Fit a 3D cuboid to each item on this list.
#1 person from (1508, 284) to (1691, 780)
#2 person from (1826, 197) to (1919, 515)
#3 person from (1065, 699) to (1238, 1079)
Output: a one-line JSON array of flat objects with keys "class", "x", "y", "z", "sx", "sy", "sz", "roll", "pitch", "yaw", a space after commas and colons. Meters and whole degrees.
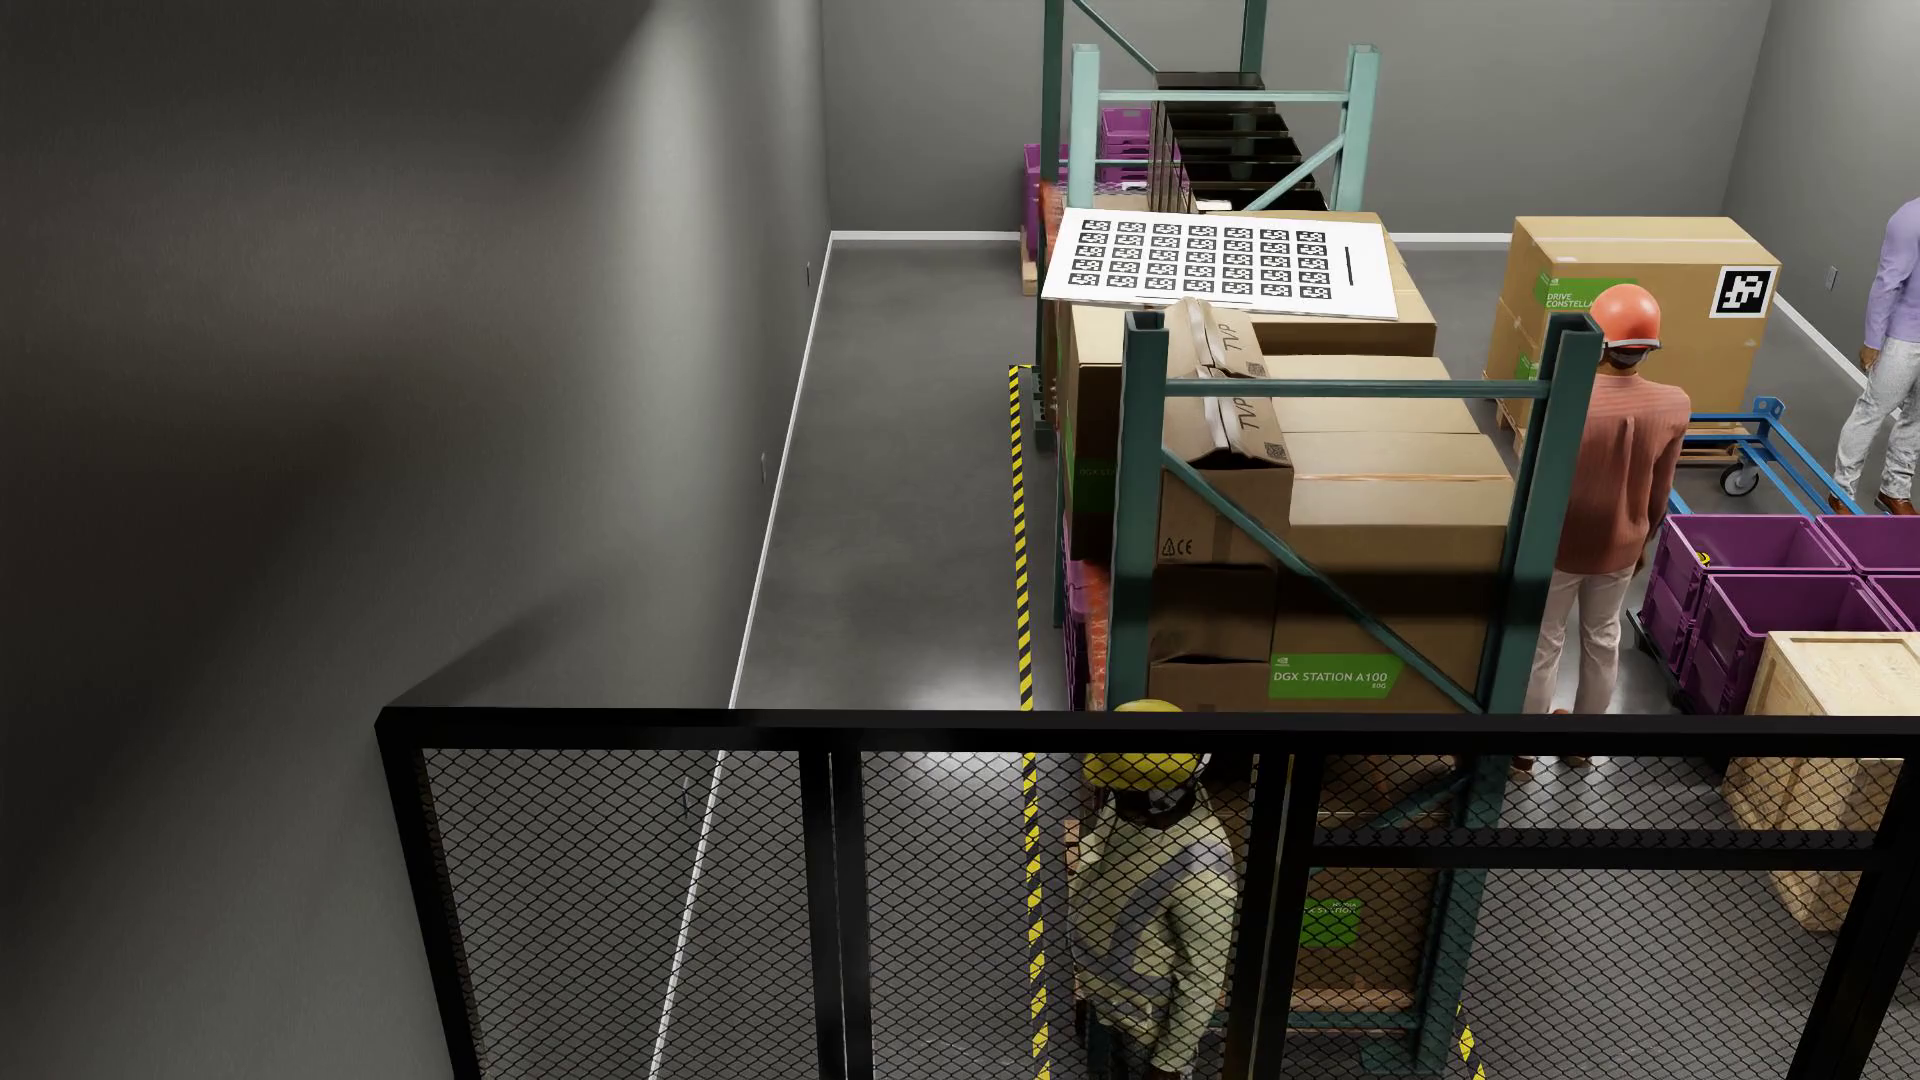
[{"class": "person", "x": 2.288, "y": 0.004, "z": 6.153, "sx": 0.612, "sy": 1.995, "sz": 0.392, "roll": -6, "pitch": 32, "yaw": -10}, {"class": "person", "x": 4.526, "y": -0.944, "z": 7.783, "sx": 0.630, "sy": 1.940, "sz": 0.371, "roll": -1, "pitch": 31, "yaw": -2}, {"class": "person", "x": 0.479, "y": 1.162, "z": 4.396, "sx": 0.403, "sy": 1.822, "sz": 0.588, "roll": -6, "pitch": 32, "yaw": -10}]
